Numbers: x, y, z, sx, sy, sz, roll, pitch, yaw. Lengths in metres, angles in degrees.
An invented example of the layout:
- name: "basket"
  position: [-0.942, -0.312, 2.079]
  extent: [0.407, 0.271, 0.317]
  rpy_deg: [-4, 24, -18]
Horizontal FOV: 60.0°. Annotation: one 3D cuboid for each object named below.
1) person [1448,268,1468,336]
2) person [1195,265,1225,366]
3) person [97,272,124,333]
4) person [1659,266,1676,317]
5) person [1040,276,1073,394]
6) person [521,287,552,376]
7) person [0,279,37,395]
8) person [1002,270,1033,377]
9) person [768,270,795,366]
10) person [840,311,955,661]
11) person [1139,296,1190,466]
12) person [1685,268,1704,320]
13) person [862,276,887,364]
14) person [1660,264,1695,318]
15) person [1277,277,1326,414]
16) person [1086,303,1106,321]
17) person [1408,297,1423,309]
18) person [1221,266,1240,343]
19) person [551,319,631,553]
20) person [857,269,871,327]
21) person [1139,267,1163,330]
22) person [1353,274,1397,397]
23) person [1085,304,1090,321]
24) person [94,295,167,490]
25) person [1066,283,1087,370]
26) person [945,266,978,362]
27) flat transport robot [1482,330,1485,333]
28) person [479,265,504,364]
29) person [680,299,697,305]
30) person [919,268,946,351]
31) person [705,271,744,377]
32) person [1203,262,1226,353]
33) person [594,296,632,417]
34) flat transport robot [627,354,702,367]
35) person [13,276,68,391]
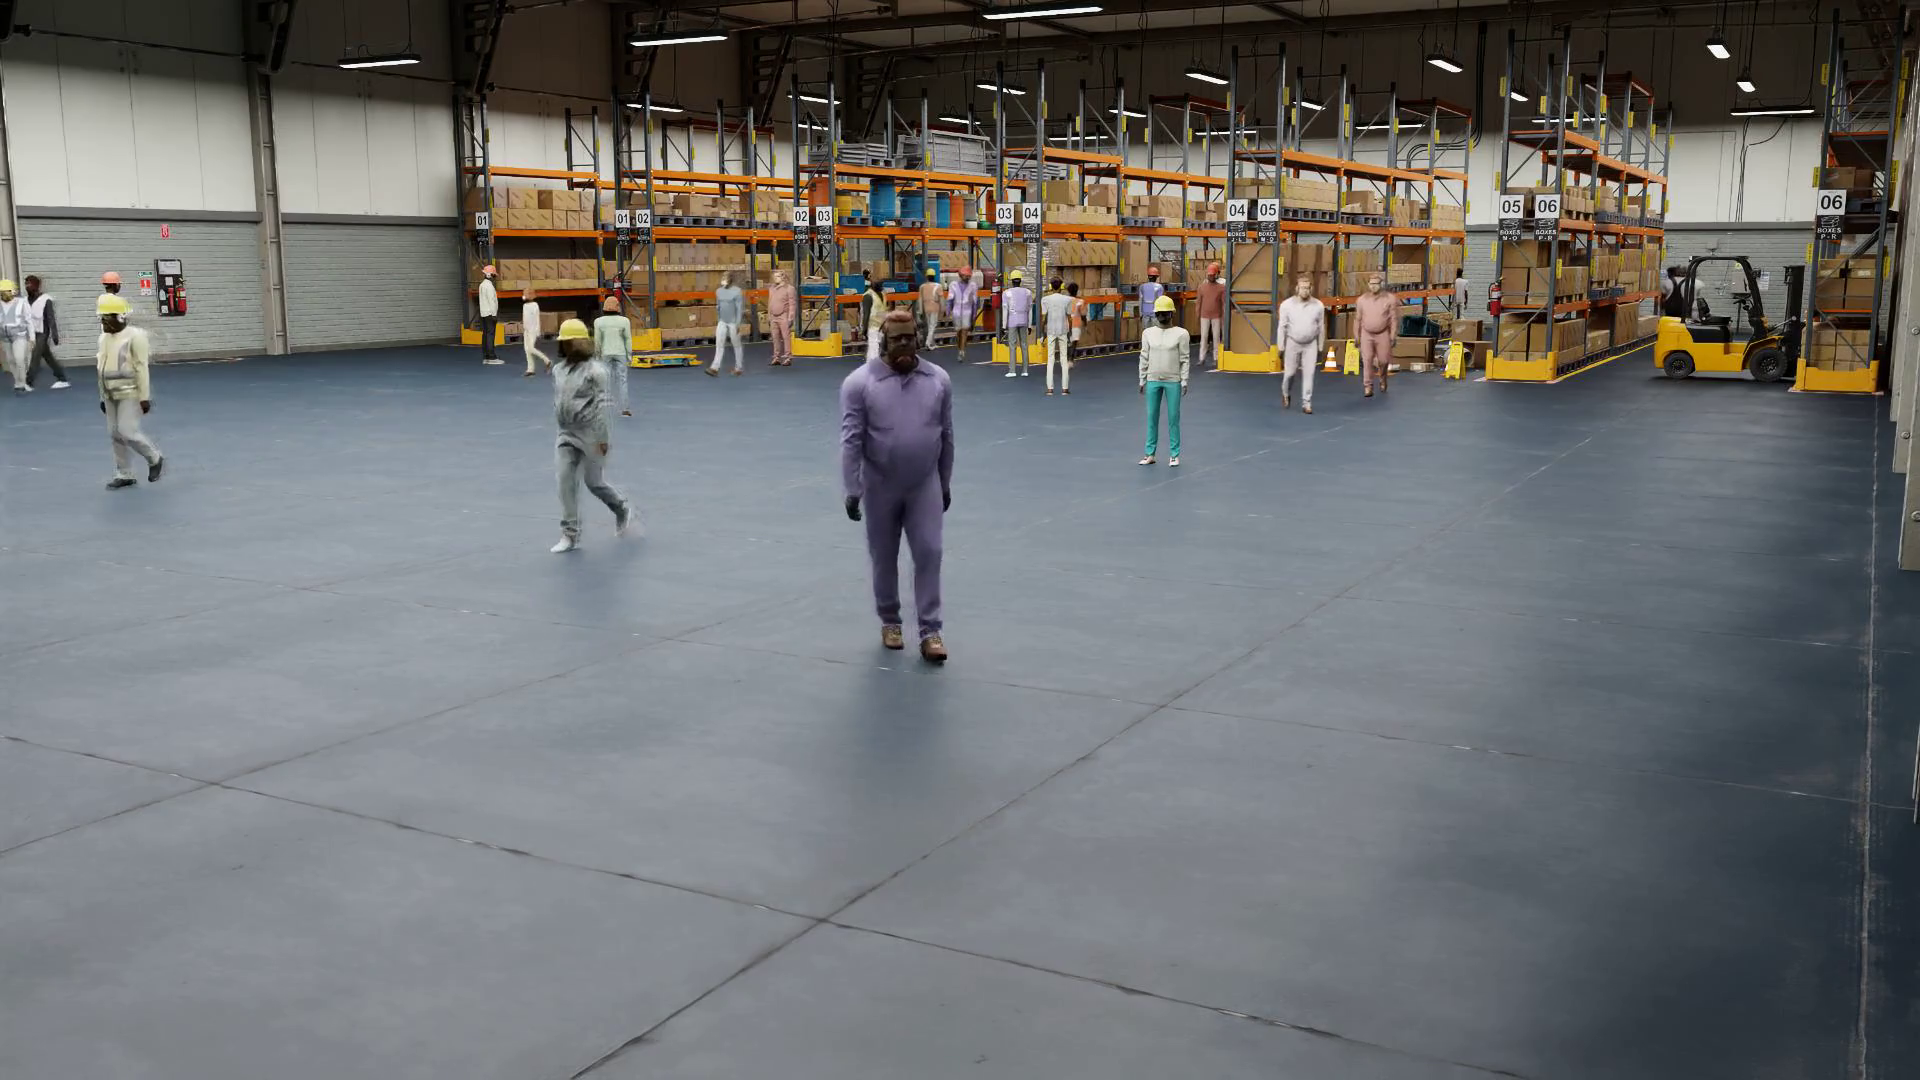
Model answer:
- name: "person"
  position: [13.334, -6.342, 44.511]
  extent: [0.510, 1.860, 0.333]
  rpy_deg: [2, 10, 12]
- name: "person"
  position: [4.987, -4.457, 33.070]
  extent: [0.623, 1.992, 0.396]
  rpy_deg: [3, 10, 16]
- name: "person"
  position: [-12.897, -3.119, 25.399]
  extent: [0.552, 1.936, 0.360]
  rpy_deg: [7, 12, 34]
- name: "person"
  position: [16.932, -5.535, 39.540]
  extent: [0.610, 1.941, 0.735]
  rpy_deg: [9, 13, 43]
- name: "person"
  position: [1.520, -3.216, 26.192]
  extent: [0.518, 1.865, 0.328]
  rpy_deg: [0, 10, 3]
- name: "person"
  position: [-7.744, -3.777, 30.195]
  extent: [0.477, 1.620, 0.504]
  rpy_deg: [-7, 12, -37]
- name: "person"
  position: [-14.834, -3.155, 25.972]
  extent: [0.628, 1.808, 0.620]
  rpy_deg: [0, 10, -2]
- name: "person"
  position: [1.018, -3.888, 29.942]
  extent: [0.590, 1.923, 0.383]
  rpy_deg: [-4, 10, -20]
- name: "person"
  position: [-3.573, -4.401, 33.049]
  extent: [0.672, 1.903, 0.396]
  rpy_deg: [6, 12, 33]
- name: "person"
  position: [-0.308, -0.284, 8.977]
  extent: [0.665, 1.870, 0.862]
  rpy_deg: [-2, 10, -13]
- name: "person"
  position: [2.111, -1.643, 17.264]
  extent: [0.533, 1.767, 0.313]
  rpy_deg: [4, 10, 22]
- name: "person"
  position: [17.217, -5.483, 39.300]
  extent: [0.629, 1.921, 0.766]
  rpy_deg: [2, 10, 14]
- name: "person"
  position: [-1.559, -3.895, 30.366]
  extent: [0.558, 1.815, 0.665]
  rpy_deg: [5, 11, 28]
- name: "person"
  position: [16.308, -5.279, 37.747]
  extent: [0.691, 2.000, 1.033]
  rpy_deg: [6, 12, 33]
- name: "person"
  position: [4.763, -2.721, 23.228]
  extent: [0.666, 1.886, 0.768]
  rpy_deg: [0, 10, 3]
- name: "person"
  position: [3.632, -6.300, 44.341]
  extent: [0.567, 1.834, 0.402]
  rpy_deg: [-1, 10, -8]
- name: "person"
  position: [12.888, -6.647, 46.791]
  extent: [0.542, 1.683, 0.451]
  rpy_deg: [9, 13, 43]
- name: "person"
  position: [6.792, -5.885, 41.554]
  extent: [0.610, 1.969, 0.812]
  rpy_deg: [6, 11, 31]
- name: "person"
  position: [-2.788, -0.790, 12.405]
  extent: [0.489, 1.723, 0.708]
  rpy_deg: [5, 11, 26]
- name: "person"
  position: [-2.288, -5.692, 40.663]
  extent: [0.518, 1.870, 0.323]
  rpy_deg: [5, 11, 25]
- name: "person"
  position: [4.098, -4.857, 35.583]
  extent: [0.549, 1.934, 0.374]
  rpy_deg: [5, 11, 27]
- name: "person"
  position: [6.419, -3.159, 25.751]
  extent: [0.678, 1.894, 0.436]
  rpy_deg: [4, 10, 20]
- name: "person"
  position: [3.396, -6.443, 45.162]
  extent: [0.623, 1.839, 0.429]
  rpy_deg: [7, 12, 35]
- name: "person"
  position: [-7.786, -1.372, 15.523]
  extent: [0.609, 1.812, 0.470]
  rpy_deg: [5, 11, 26]
- name: "person"
  position: [2.159, -4.106, 32.009]
  extent: [0.541, 1.658, 0.868]
  rpy_deg: [4, 10, 20]
- name: "person"
  position: [0.052, -4.680, 34.440]
  extent: [0.641, 1.982, 1.090]
  rpy_deg: [1, 10, 7]
- name: "flat transport robot"
  position: [14.094, -5.815, 46.061]
  extent: [0.652, 0.197, 1.431]
  rpy_deg: [5, 11, 26]
- name: "person"
  position: [-9.484, -4.539, 33.579]
  extent: [0.394, 1.985, 0.611]
  rpy_deg: [-7, 12, -35]
- name: "person"
  position: [-6.936, -6.023, 42.448]
  extent: [0.560, 1.920, 0.502]
  rpy_deg: [6, 11, 30]
- name: "person"
  position: [-0.665, -5.329, 38.469]
  extent: [0.599, 1.895, 0.906]
  rpy_deg: [5, 11, 29]
- name: "person"
  position: [-4.206, -3.854, 29.810]
  extent: [0.661, 1.897, 0.957]
  rpy_deg: [6, 11, 30]
- name: "person"
  position: [5.657, -5.164, 37.092]
  extent: [0.605, 2.036, 0.383]
  rpy_deg: [6, 11, 31]
- name: "person"
  position: [-4.693, -2.479, 22.541]
  extent: [0.499, 1.634, 0.280]
  rpy_deg: [-1, 10, -5]
- name: "flat transport robot"
  position: [-5.853, -3.542, 32.748]
  extent: [1.431, 0.197, 0.652]
  rpy_deg: [-9, 13, -43]
- name: "person"
  position: [-15.067, -3.381, 27.172]
  extent: [0.600, 1.863, 1.037]
  rpy_deg: [5, 11, 27]
